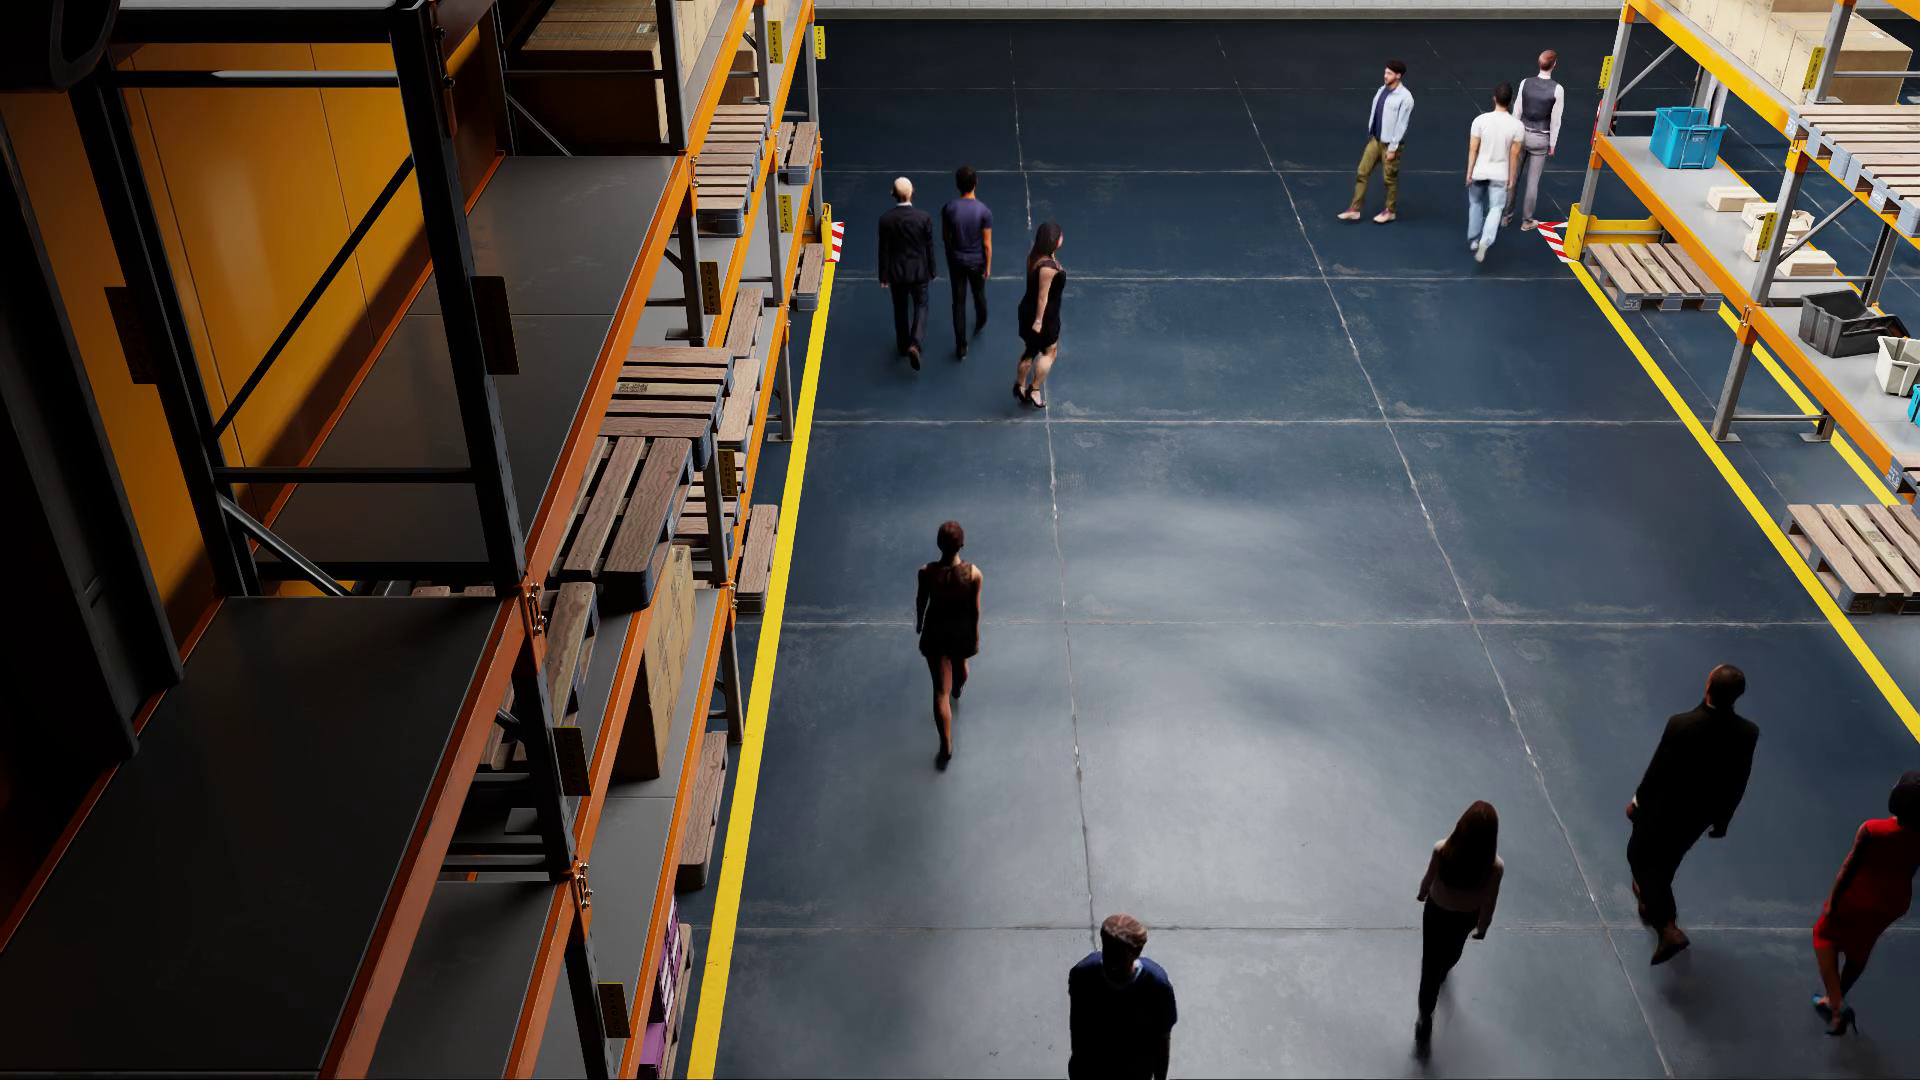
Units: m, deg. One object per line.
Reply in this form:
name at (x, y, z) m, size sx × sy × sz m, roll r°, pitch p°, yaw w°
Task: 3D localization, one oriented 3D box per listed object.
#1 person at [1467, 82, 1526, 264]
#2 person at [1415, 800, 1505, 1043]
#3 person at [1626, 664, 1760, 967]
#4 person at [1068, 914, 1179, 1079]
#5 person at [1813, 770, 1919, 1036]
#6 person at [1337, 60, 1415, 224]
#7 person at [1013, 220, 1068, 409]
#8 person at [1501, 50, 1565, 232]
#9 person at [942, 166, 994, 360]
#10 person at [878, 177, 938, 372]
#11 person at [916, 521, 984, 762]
person at (5.455, -3.755, 17.118) m, size 0.919 × 1.844 × 1.152 m, roll 12°, pitch 36°, yaw 18°
person at (2.588, 2.015, 8.787) m, size 0.720 × 1.456 × 1.031 m, roll 9°, pitch 35°, yaw 13°
person at (3.988, 1.522, 9.147) m, size 0.684 × 1.879 × 1.071 m, roll 0°, pitch 34°, yaw 0°
person at (0.755, 2.397, 7.858) m, size 0.788 × 1.848 × 1.002 m, roll 6°, pitch 34°, yaw 9°
person at (4.755, 1.949, 8.633) m, size 0.561 × 1.737 × 0.704 m, roll 0°, pitch 34°, yaw 1°
person at (4.683, -4.286, 17.967) m, size 0.993 × 1.788 × 0.992 m, roll -18°, pitch 38°, yaw -25°
person at (0.636, -1.921, 14.514) m, size 0.826 × 1.672 × 0.730 m, roll -3°, pitch 34°, yaw -5°
person at (6.138, -4.304, 17.860) m, size 0.745 × 1.938 × 0.761 m, roll 21°, pitch 39°, yaw 29°
person at (0.037, -2.509, 15.332) m, size 0.680 × 1.746 × 1.049 m, roll 3°, pitch 34°, yaw 5°
person at (-0.466, -2.404, 15.138) m, size 0.696 × 1.785 × 1.006 m, roll 0°, pitch 34°, yaw 1°
person at (-0.079, 0.662, 10.672) m, size 0.575 × 1.623 × 1.106 m, roll 0°, pitch 34°, yaw 0°
